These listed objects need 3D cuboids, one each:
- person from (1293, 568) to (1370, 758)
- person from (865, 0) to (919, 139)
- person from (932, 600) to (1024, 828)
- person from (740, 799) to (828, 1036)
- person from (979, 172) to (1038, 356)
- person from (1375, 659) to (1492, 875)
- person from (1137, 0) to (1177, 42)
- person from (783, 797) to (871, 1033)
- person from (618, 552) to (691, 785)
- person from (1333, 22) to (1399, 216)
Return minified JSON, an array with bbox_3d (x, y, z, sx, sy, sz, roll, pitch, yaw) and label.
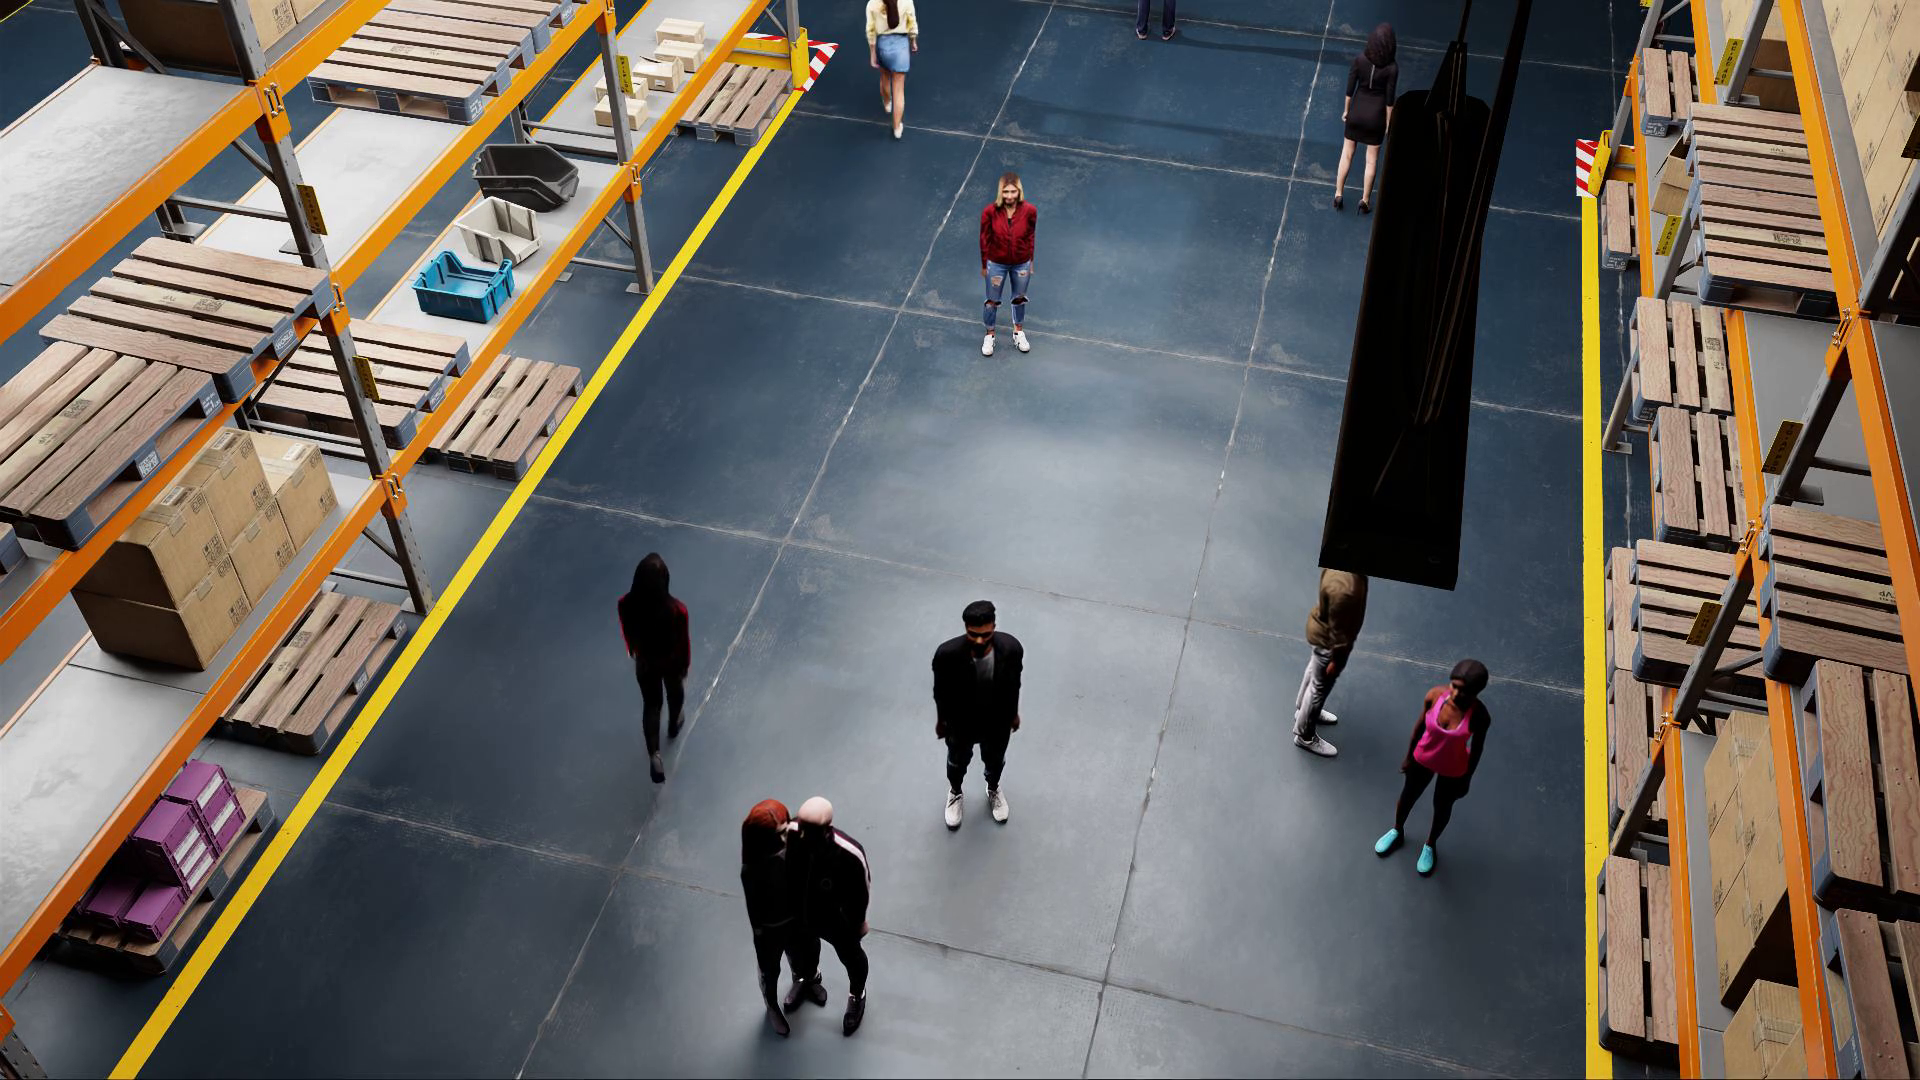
[{"bbox_3d":[2.314,0.589,10.311,0.766,1.825,0.501,10,44,10],"label":"person"},{"bbox_3d":[-0.648,-4.631,15.955,0.815,1.598,1.042,1,44,1],"label":"person"},{"bbox_3d":[0.108,1.005,9.883,0.778,1.813,0.744,-6,44,-6],"label":"person"},{"bbox_3d":[-0.956,1.981,8.881,0.712,1.780,0.598,34,53,30],"label":"person"},{"bbox_3d":[0.389,-2.238,13.416,0.675,1.635,0.657,-6,44,-6],"label":"person"},{"bbox_3d":[2.793,1.287,9.652,0.636,1.722,0.652,27,50,25],"label":"person"},{"bbox_3d":[2.089,-6.132,17.346,0.704,1.851,0.589,6,44,6],"label":"person"},{"bbox_3d":[-0.717,1.956,8.867,0.710,1.837,0.628,17,46,17],"label":"person"},{"bbox_3d":[-1.852,0.808,10.222,0.758,1.629,1.040,0,44,0],"label":"person"},{"bbox_3d":[3.629,-3.747,14.875,0.640,1.807,0.578,22,48,21],"label":"person"}]
